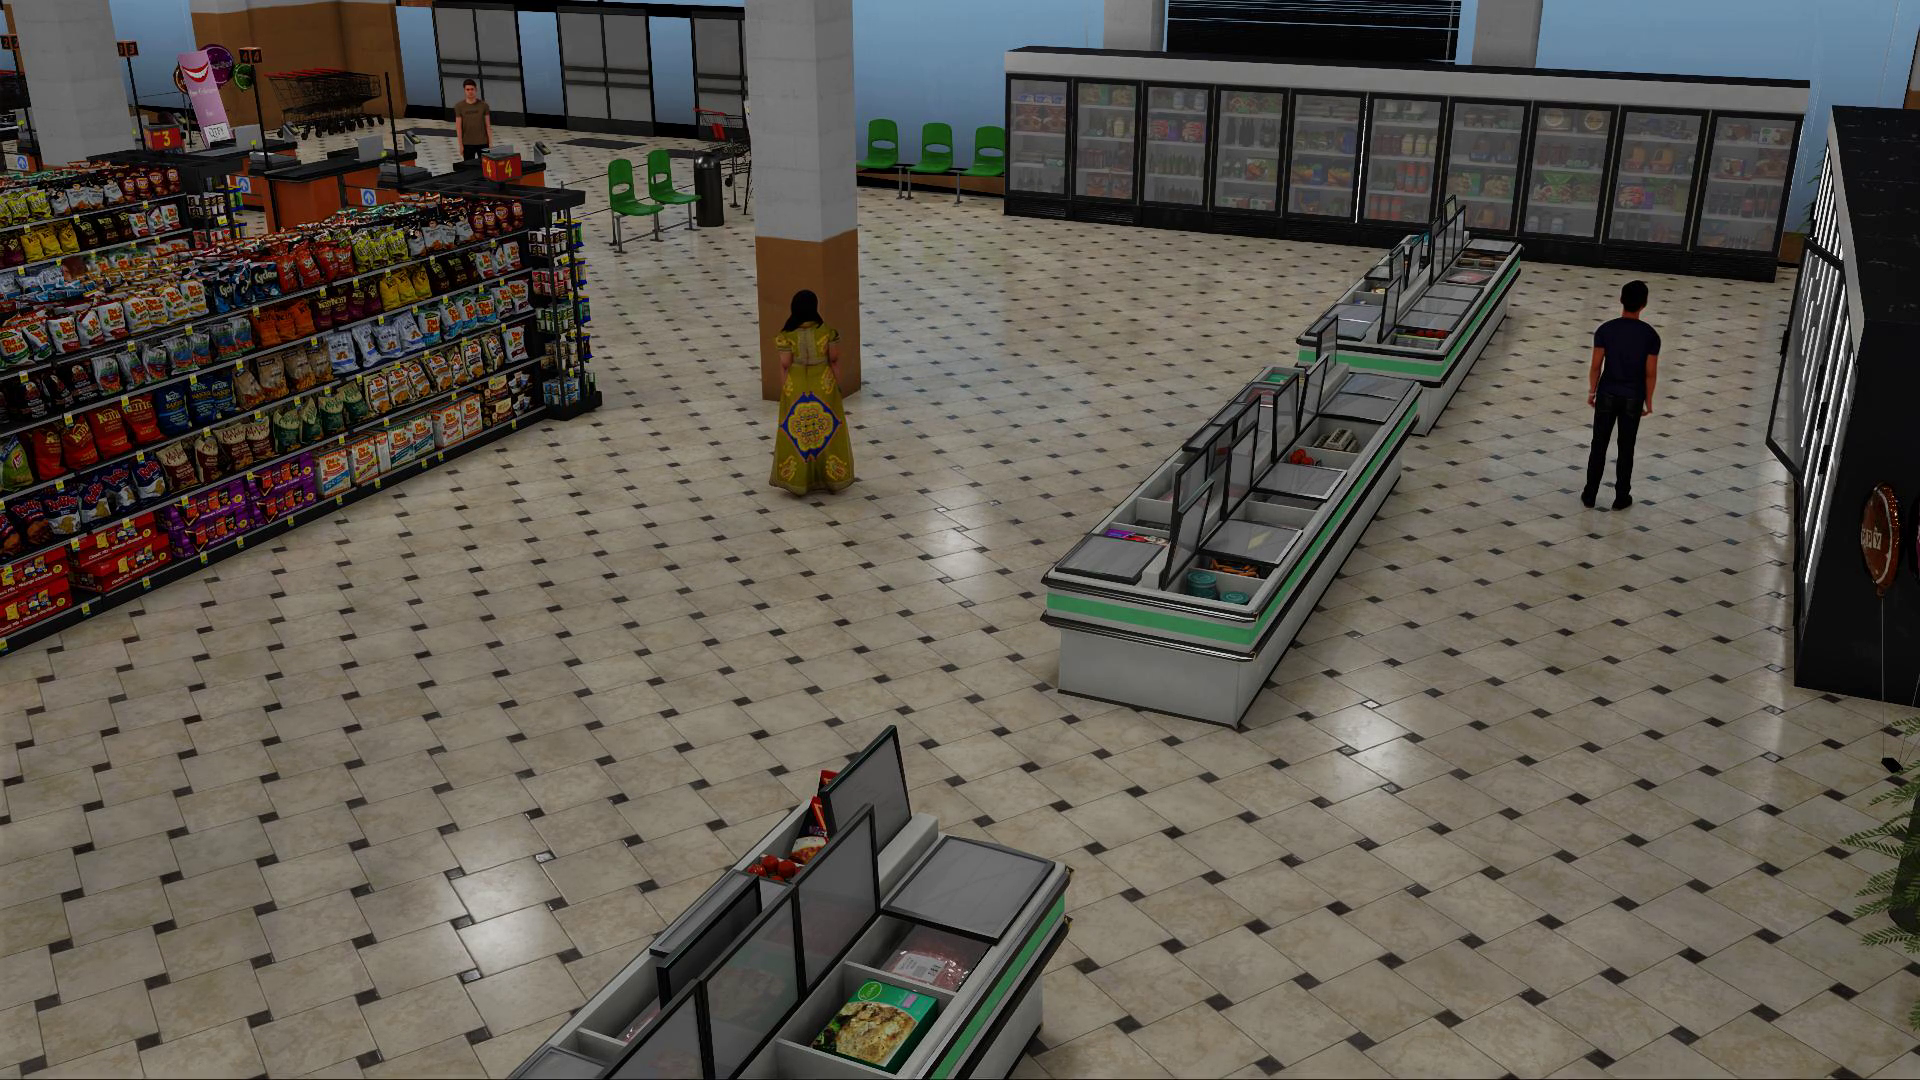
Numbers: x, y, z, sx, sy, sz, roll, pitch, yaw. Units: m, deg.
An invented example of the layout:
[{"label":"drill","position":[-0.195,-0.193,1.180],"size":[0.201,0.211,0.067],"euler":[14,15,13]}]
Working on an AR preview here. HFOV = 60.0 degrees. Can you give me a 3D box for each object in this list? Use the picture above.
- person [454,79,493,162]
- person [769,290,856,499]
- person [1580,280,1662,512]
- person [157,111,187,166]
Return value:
[{"label":"person","position":[-7.118,-5.819,24.423],"size":[0.731,1.852,0.804],"euler":[-9,24,-21]},{"label":"person","position":[-1.181,-1.153,13.067],"size":[0.999,1.660,1.031],"euler":[-5,22,-12]},{"label":"person","position":[5.065,-1.104,12.767],"size":[0.636,1.793,0.510],"euler":[10,24,23]},{"label":"person","position":[-10.171,-4.644,21.575],"size":[0.617,1.796,0.515],"euler":[9,24,21]}]
